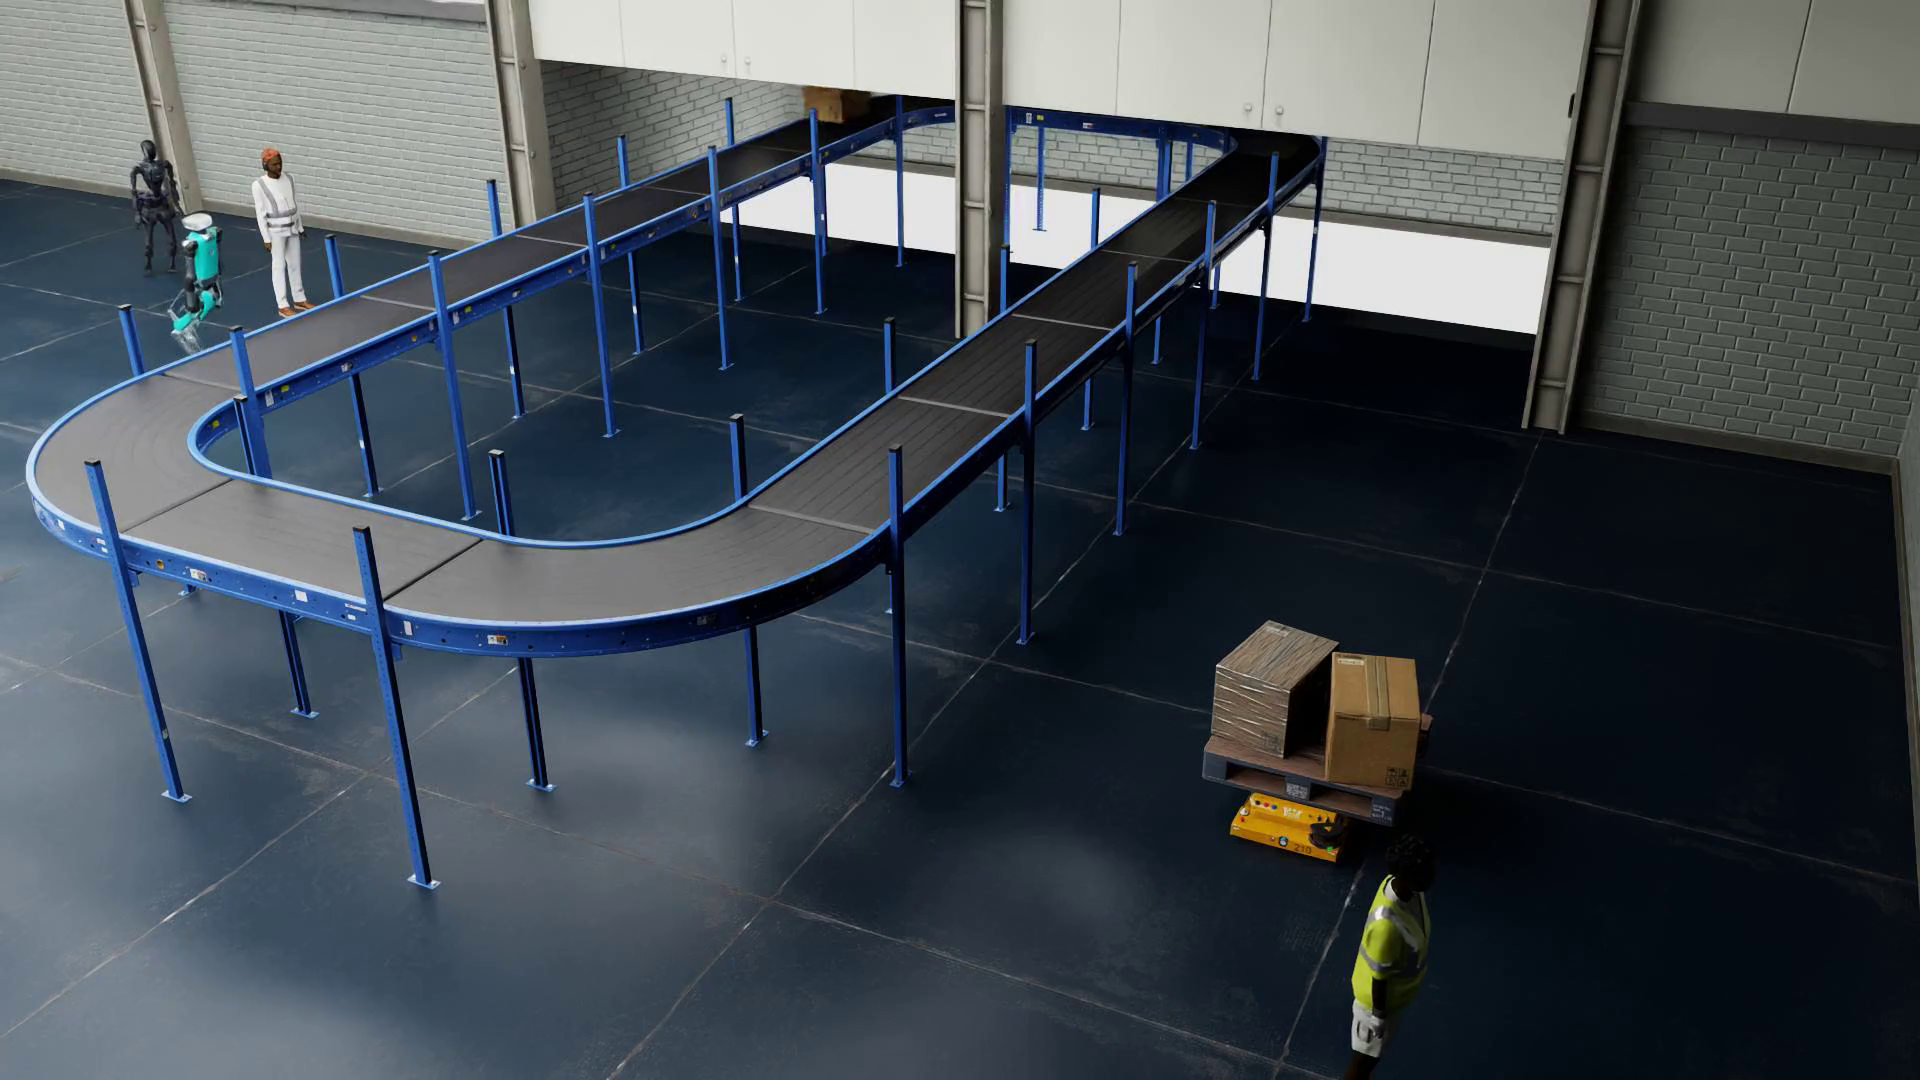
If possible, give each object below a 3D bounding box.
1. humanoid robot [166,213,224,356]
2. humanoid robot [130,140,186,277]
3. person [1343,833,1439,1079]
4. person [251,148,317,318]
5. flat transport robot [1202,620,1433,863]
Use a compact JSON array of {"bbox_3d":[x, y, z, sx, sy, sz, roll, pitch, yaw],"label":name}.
[{"bbox_3d":[-7.735,-2.407,16.694,0.827,1.782,0.554,5,27,9],"label":"humanoid robot"},{"bbox_3d":[-9.652,-3.987,19.936,0.479,1.644,0.613,18,32,33],"label":"humanoid robot"},{"bbox_3d":[1.982,2.067,7.700,0.317,1.696,0.539,12,29,22],"label":"person"},{"bbox_3d":[-7.559,-3.434,18.580,0.337,1.882,0.583,12,29,22],"label":"person"},{"bbox_3d":[2.245,1.493,10.468,0.659,0.231,1.431,12,29,23],"label":"flat transport robot"}]
